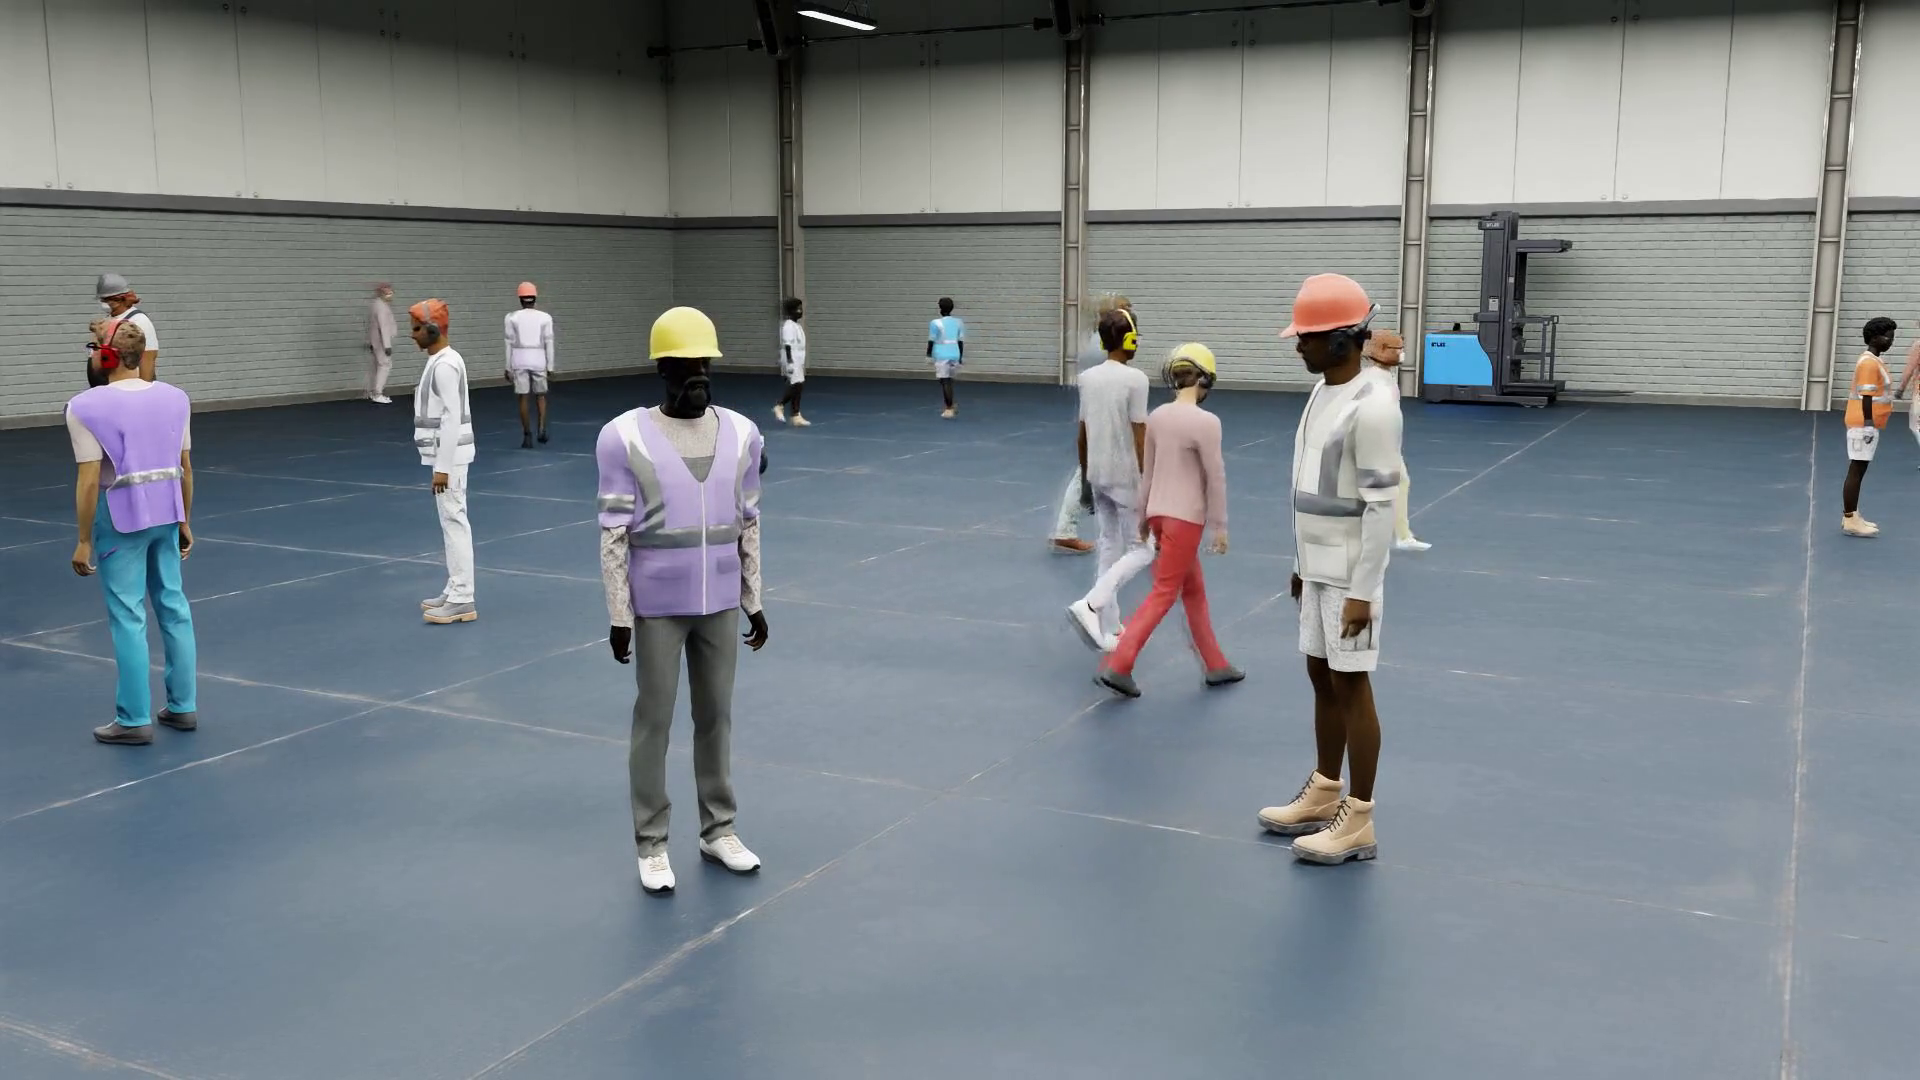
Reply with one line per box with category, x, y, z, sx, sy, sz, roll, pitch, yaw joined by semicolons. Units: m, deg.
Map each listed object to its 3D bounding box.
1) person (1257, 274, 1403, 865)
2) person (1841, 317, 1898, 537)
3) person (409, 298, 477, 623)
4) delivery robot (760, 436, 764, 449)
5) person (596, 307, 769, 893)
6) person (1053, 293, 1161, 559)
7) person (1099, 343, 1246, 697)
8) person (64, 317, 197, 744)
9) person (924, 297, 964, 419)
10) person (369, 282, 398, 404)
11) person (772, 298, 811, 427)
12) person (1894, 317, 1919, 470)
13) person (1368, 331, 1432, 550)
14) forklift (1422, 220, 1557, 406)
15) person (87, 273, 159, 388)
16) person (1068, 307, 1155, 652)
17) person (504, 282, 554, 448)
person;1.293;0.100;5.819;0.393;2.036;0.605;-1;9;-8
person;7.078;-0.890;12.975;0.320;1.692;0.531;5;10;28
person;-3.033;-0.468;9.779;0.354;1.887;0.572;-3;10;-17
delivery robot;-2.331;-0.932;16.576;0.707;0.478;0.477;1;9;6
person;-0.912;0.191;5.580;0.587;1.930;0.363;-6;11;-35
person;1.126;-0.810;11.881;1.007;1.883;0.642;2;9;10
person;1.028;-0.097;8.061;0.887;1.705;0.542;-5;10;-26
person;-3.595;-0.044;7.275;0.385;1.849;0.569;5;10;26
person;-0.252;-2.540;23.223;0.541;1.670;0.715;-7;12;-37
person;-8.936;-3.047;25.749;0.460;1.866;0.673;-3;10;-20
person;-2.193;-2.327;21.828;0.403;1.686;0.549;2;9;10
person;9.857;-1.486;16.882;0.532;1.618;0.521;-3;10;-16
person;3.129;-0.695;11.995;0.709;1.605;0.525;5;11;29
forklift;8.245;-3.527;25.720;1.873;2.768;1.129;5;10;27
person;-7.457;-1.338;14.802;0.675;2.000;0.537;7;12;38
person;0.808;-0.301;8.844;0.522;1.856;0.545;-7;12;-37
person;-5.042;-2.048;19.444;0.556;1.919;0.527;-4;10;-21
